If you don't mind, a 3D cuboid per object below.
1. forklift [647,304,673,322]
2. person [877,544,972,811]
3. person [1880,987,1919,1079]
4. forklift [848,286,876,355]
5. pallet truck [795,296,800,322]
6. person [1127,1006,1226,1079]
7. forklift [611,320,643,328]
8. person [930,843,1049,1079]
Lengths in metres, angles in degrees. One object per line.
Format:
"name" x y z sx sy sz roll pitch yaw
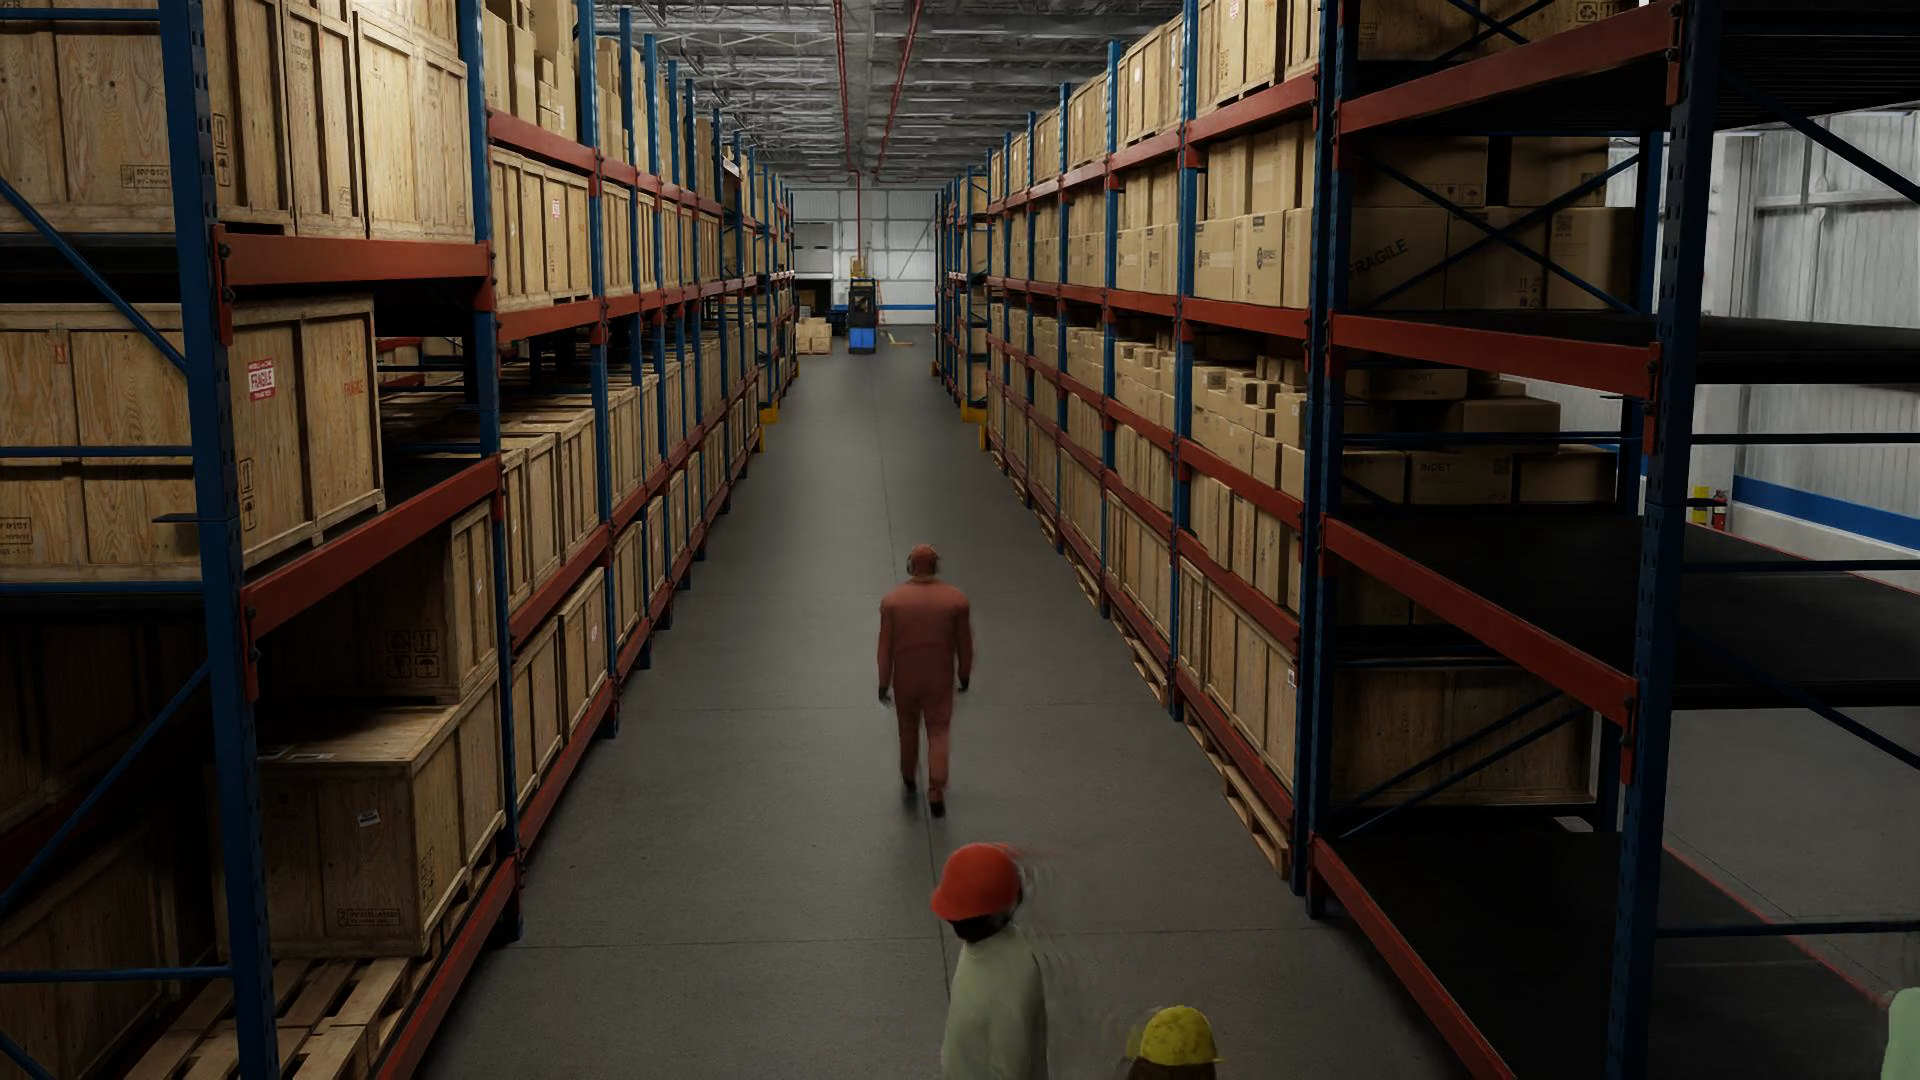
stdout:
"forklift" -10.016 -6.866 55.484 1.129 2.768 1.873 -1 10 -3
"person" -0.249 0.952 11.844 0.676 1.856 0.995 -1 10 -4
"person" 3.168 2.071 5.240 0.590 1.820 0.582 0 10 -2
"forklift" -4.080 -9.128 68.994 1.129 2.768 1.873 -1 10 -4
"pallet truck" -8.622 -12.439 91.403 1.885 1.965 0.823 2 10 13
"person" 0.648 2.194 4.840 0.827 1.697 0.505 0 10 -1
"forklift" -9.532 -5.558 47.667 1.129 2.768 1.873 -1 10 -4
"person" 0.208 1.937 5.654 0.652 1.959 0.619 -2 10 -9
